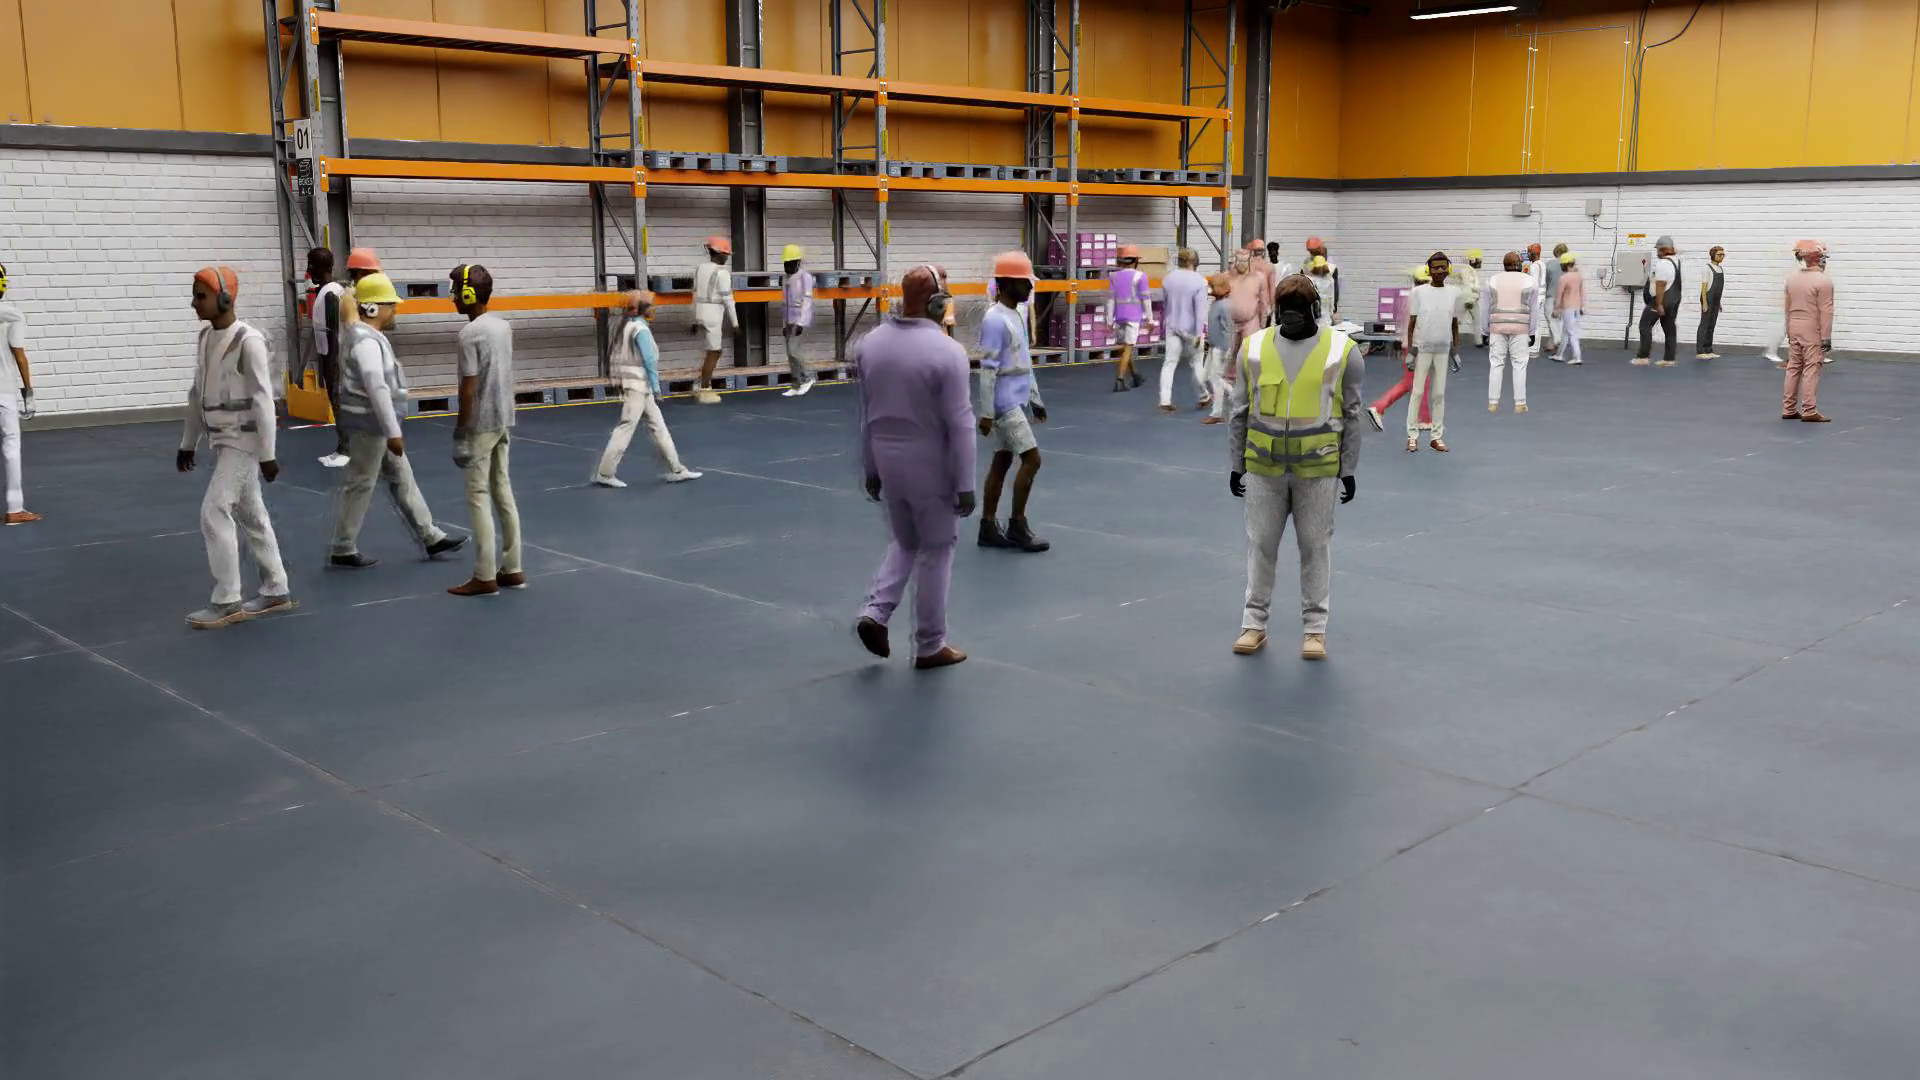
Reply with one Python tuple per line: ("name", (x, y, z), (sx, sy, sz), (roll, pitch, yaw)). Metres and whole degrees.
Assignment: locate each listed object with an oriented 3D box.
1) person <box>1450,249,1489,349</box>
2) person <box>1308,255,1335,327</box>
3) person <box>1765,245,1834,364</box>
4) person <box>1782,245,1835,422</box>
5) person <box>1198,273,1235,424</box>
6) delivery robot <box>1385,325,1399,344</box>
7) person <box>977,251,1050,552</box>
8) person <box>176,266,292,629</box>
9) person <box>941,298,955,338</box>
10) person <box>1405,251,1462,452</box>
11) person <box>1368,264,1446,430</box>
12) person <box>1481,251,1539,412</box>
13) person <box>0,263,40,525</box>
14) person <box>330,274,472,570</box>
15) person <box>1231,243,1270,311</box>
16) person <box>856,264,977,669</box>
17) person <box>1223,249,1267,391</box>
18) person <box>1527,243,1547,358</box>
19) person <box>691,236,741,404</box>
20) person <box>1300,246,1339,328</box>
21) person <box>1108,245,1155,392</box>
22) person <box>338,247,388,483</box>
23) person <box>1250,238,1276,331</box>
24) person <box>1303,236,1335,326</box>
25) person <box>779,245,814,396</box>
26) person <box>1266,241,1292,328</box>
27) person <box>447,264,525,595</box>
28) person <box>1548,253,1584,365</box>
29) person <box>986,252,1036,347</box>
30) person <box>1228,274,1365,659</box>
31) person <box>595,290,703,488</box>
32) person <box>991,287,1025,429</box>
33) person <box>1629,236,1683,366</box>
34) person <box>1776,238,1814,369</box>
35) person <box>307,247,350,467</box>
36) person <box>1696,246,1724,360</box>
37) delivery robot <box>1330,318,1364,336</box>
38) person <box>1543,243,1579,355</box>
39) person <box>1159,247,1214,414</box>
("person", (9.034, -4.303, 29.726), (0.613, 1.795, 0.866), (-10, 14, -42))
("person", (5.531, -3.537, 25.684), (0.496, 1.717, 0.496), (0, 10, -2))
("person", (13.358, -3.737, 26.416), (0.581, 1.867, 1.027), (-8, 13, -38))
("person", (9.279, -2.243, 18.128), (0.409, 1.913, 0.648), (-2, 11, -12))
("person", (2.809, -2.047, 17.828), (0.455, 1.620, 0.517), (-1, 10, -7))
("delivery robot", (7.560, -3.663, 29.318), (0.707, 0.478, 0.477), (-1, 10, -4))
("person", (0.392, -0.879, 10.667), (0.650, 1.914, 0.559), (2, 11, 10))
("person", (-3.862, -0.479, 8.660), (0.752, 1.860, 0.593), (-9, 14, -41))
("person", (-0.320, -2.108, 18.088), (0.534, 1.654, 0.863), (0, 10, 2))
("person", (4.434, -1.756, 15.583), (0.517, 1.874, 0.327), (0, 10, 0))
("person", (4.652, -1.982, 17.199), (0.794, 1.739, 0.531), (0, 10, -2))
("person", (6.312, -2.386, 19.109), (0.624, 1.841, 0.430), (5, 12, 25))
("person", (-6.753, -1.025, 11.652), (0.530, 1.855, 0.344), (0, 10, 0))
("person", (-3.465, -0.709, 10.100), (0.851, 1.785, 0.609), (-3, 11, -16))
("person", (4.797, -3.931, 27.387), (0.670, 1.887, 0.617), (6, 12, 30))
("person", (-0.191, -0.322, 7.708), (0.668, 1.890, 0.465), (9, 14, 41))
("person", (3.516, -2.716, 20.921), (0.669, 1.848, 0.833), (2, 11, 11))
("person", (9.502, -3.960, 27.556), (0.356, 1.887, 0.572), (6, 12, 32))
("person", (-2.953, -2.637, 19.999), (0.569, 2.010, 0.629), (-8, 13, -38))
("person", (5.874, -3.873, 27.212), (0.633, 1.839, 0.429), (4, 11, 20))
("person", (2.265, -2.895, 21.742), (0.557, 1.886, 0.988), (8, 13, 39))
("person", (-4.853, -1.410, 13.572), (0.426, 1.923, 0.565), (0, 10, -1))
("person", (4.676, -3.767, 26.255), (0.624, 1.976, 0.610), (1, 10, 8))
("person", (6.482, -4.431, 29.817), (0.739, 2.000, 0.679), (-9, 14, -40))
("person", (-2.067, -2.725, 20.765), (0.441, 1.905, 0.604), (-9, 14, -40))
("person", (5.364, -4.129, 28.394), (0.610, 1.930, 0.947), (2, 11, 11))
("person", (-2.701, -0.613, 9.378), (0.352, 1.865, 0.531), (3, 11, 15))
("person", (9.512, -3.636, 26.204), (0.539, 1.721, 0.830), (-7, 12, -33))
("person", (0.594, -2.438, 19.420), (0.590, 1.827, 0.478), (0, 10, 0))
("person", (1.592, -0.346, 7.973), (0.633, 1.842, 0.429), (4, 11, 20))
("person", (-2.554, -1.213, 13.384), (0.881, 1.588, 0.537), (-3, 11, -17))
("person", (0.413, -1.746, 16.234), (0.505, 1.608, 0.540), (-10, 14, -43))
("person", (10.822, -3.718, 25.816), (0.693, 2.000, 0.768), (-8, 13, -35))
("person", (12.663, -3.521, 24.921), (0.622, 1.972, 0.630), (10, 14, 42))
("person", (-5.504, -1.608, 14.651), (0.375, 1.915, 0.592), (-5, 11, -24))
("person", (12.297, -3.873, 27.196), (0.504, 1.847, 0.345), (-8, 13, -36))
("delivery robot", (6.834, -3.685, 29.437), (0.707, 0.478, 0.477), (1, 10, 6))
("person", (10.100, -4.059, 28.085), (0.682, 1.904, 0.948), (0, 10, -2))
("person", (2.594, -2.390, 19.017), (0.628, 1.882, 1.040), (8, 13, 36))
